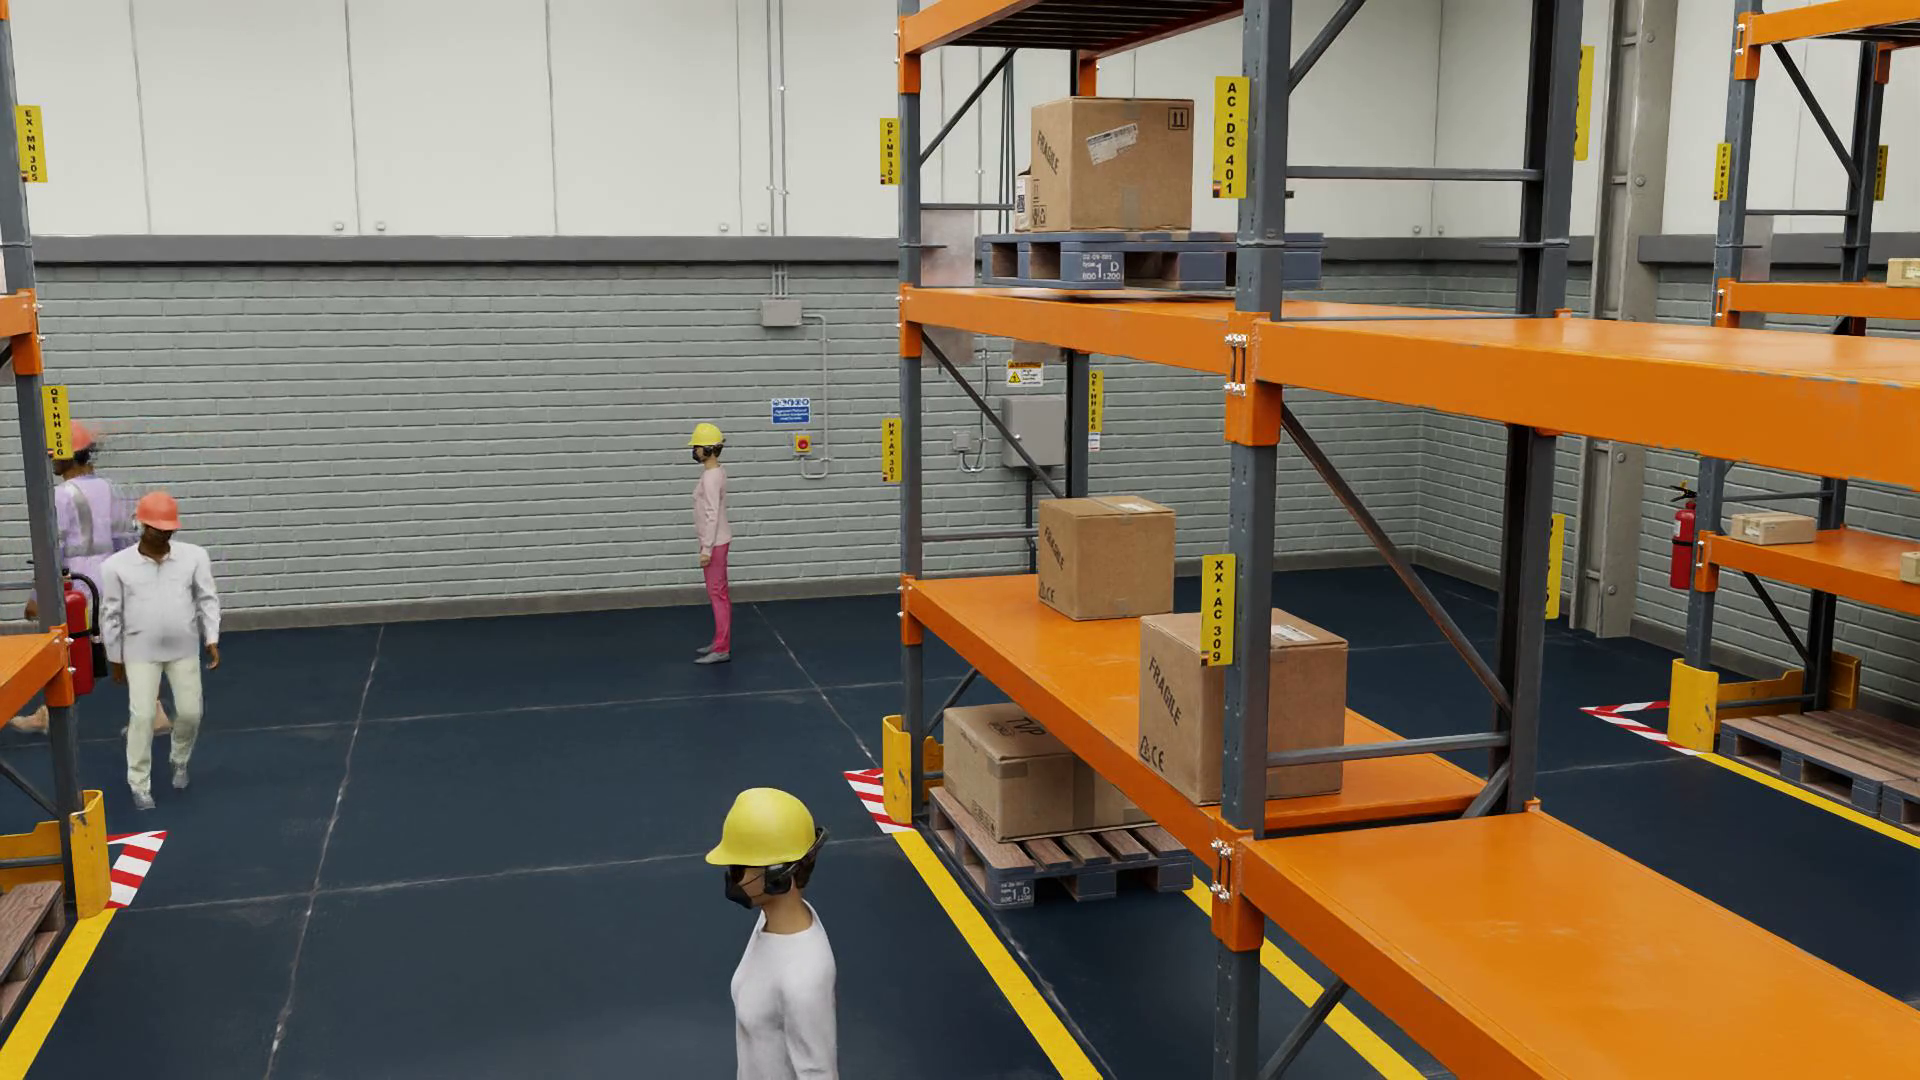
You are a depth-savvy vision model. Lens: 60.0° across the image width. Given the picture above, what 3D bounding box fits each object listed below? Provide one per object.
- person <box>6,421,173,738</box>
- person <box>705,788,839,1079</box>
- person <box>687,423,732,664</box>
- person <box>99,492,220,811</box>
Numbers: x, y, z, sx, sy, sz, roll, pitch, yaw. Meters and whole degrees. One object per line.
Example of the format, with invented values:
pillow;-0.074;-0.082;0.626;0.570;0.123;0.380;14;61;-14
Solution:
person;-5.400;0.265;10.226;1.049;1.998;0.616;-1;10;-5
person;-0.436;1.457;4.055;0.326;1.767;0.533;-3;10;-15
person;-1.832;0.026;12.208;0.311;1.769;0.525;-1;10;-4
person;-4.382;0.584;9.125;0.574;1.726;0.497;-7;12;-36
